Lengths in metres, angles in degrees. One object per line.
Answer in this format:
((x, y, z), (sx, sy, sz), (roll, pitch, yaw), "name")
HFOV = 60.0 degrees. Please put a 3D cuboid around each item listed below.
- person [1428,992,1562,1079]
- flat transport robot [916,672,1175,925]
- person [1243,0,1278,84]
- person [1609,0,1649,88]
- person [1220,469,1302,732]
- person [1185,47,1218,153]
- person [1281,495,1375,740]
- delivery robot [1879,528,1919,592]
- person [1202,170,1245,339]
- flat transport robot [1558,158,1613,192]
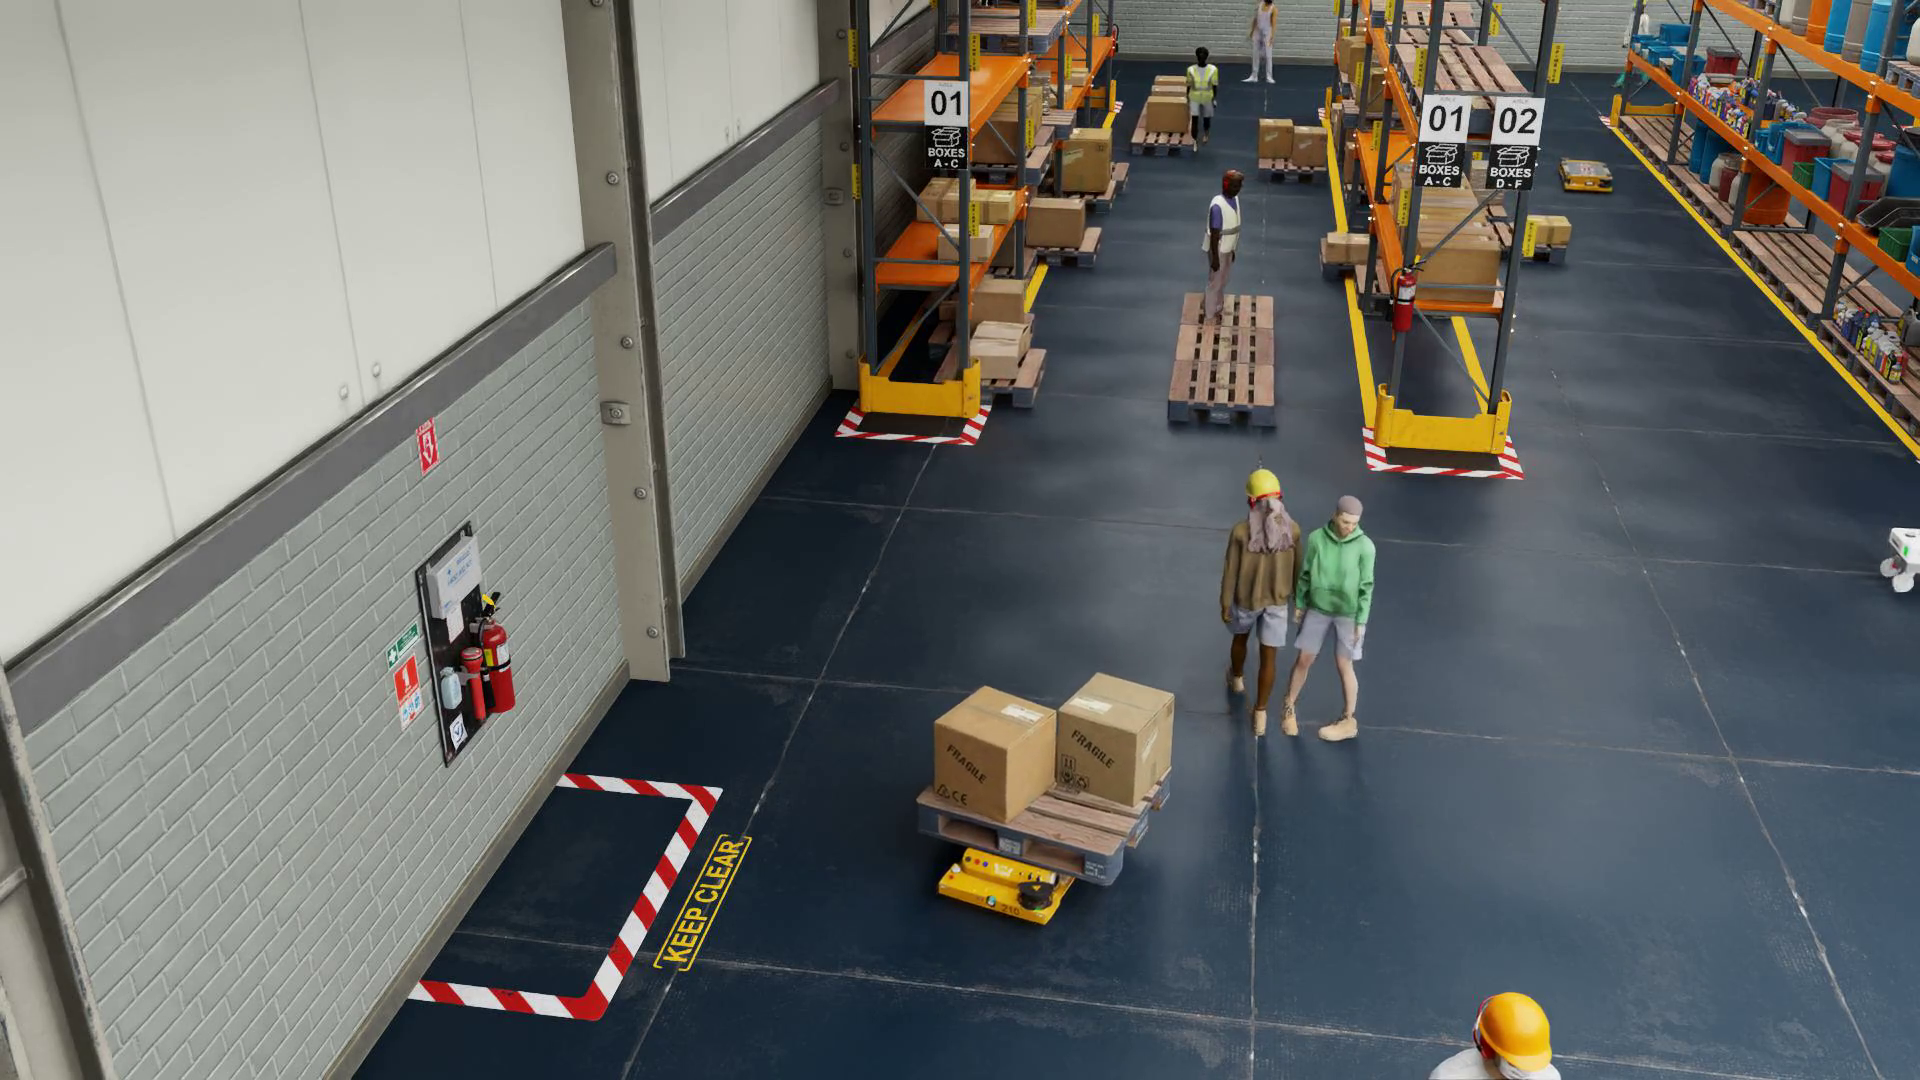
((1.937, 2.449, 6.211), (0.574, 1.889, 0.386), (-1, 25, -2), "person")
((0.479, 1.698, 9.723), (0.659, 0.231, 1.431), (12, 27, 23), "flat transport robot")
((5.980, -9.925, 32.780), (0.669, 1.818, 0.343), (19, 31, 35), "person")
((13.182, -9.706, 32.418), (0.931, 1.712, 0.521), (-6, 26, -13), "person")
((1.973, 0.330, 10.926), (0.557, 1.722, 0.860), (1, 25, 3), "person")
((3.920, -7.190, 27.073), (0.534, 1.675, 0.563), (4, 25, 8), "person")
((2.377, 0.479, 10.625), (0.505, 1.712, 0.358), (12, 28, 24), "person")
((7.550, 0.135, 12.753), (0.803, 0.614, 0.499), (3, 25, 7), "delivery robot")
((2.869, -3.149, 18.246), (0.398, 1.837, 0.563), (13, 28, 26), "person")
((9.457, -5.516, 25.164), (0.659, 0.231, 1.431), (6, 26, 13), "flat transport robot")
